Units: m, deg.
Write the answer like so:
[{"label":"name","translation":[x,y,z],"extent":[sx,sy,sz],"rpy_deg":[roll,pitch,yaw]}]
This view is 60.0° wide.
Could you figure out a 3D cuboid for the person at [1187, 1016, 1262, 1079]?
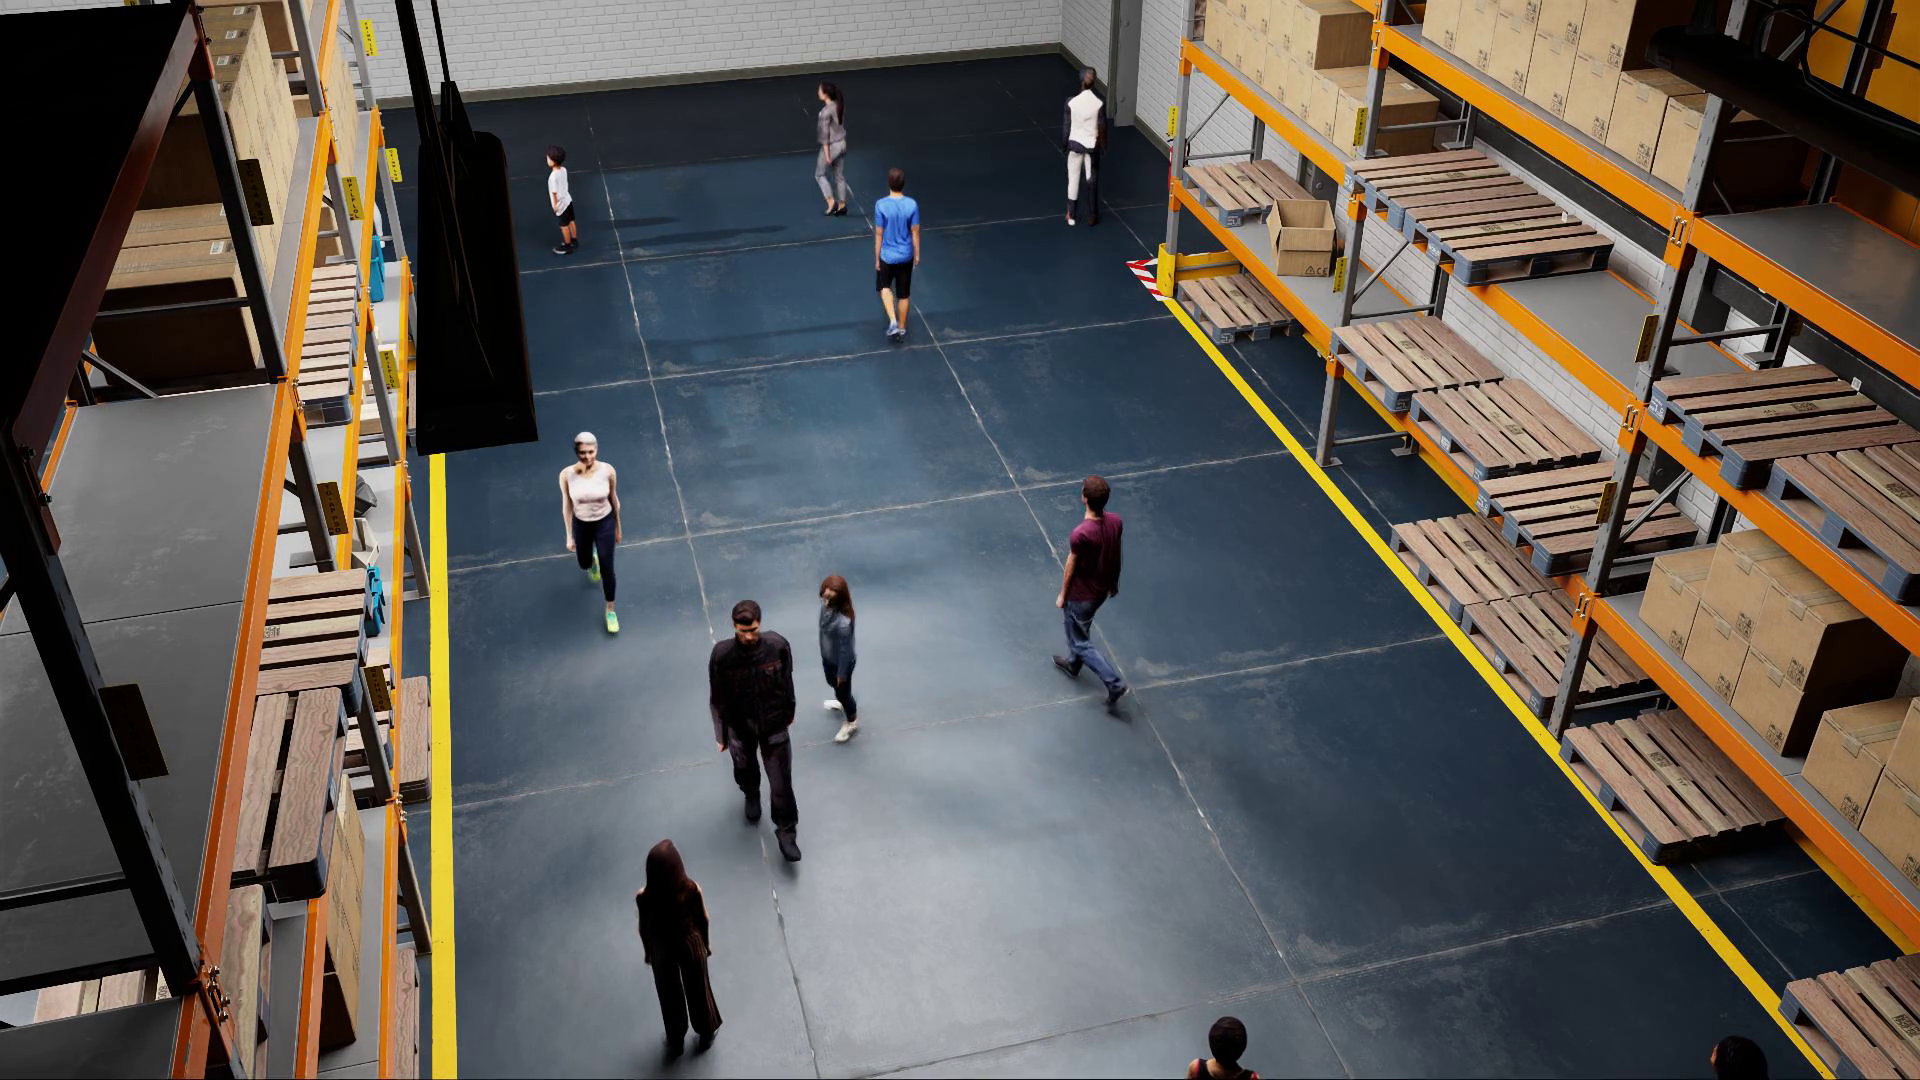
[{"label":"person","translation":[1.312,3.021,8.501],"extent":[0.619,1.549,0.650],"rpy_deg":[10,35,14]}]

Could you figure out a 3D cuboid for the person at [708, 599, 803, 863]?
[{"label":"person","translation":[-1.371,1.128,11.024],"extent":[0.716,1.909,1.118],"rpy_deg":[-9,35,-13]}]

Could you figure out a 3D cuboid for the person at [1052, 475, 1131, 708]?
[{"label":"person","translation":[0.992,0.401,12.190],"extent":[1.199,1.829,1.013],"rpy_deg":[28,43,36]}]

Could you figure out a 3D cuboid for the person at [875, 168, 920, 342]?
[{"label":"person","translation":[-0.643,-2.870,17.088],"extent":[0.644,1.854,0.707],"rpy_deg":[-6,34,-9]}]

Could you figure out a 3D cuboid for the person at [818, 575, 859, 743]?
[{"label":"person","translation":[-0.847,0.803,11.924],"extent":[0.795,1.454,0.576],"rpy_deg":[-8,35,-12]}]

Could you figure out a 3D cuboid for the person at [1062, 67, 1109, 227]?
[{"label":"person","translation":[1.470,-4.670,19.764],"extent":[0.768,1.890,0.724],"rpy_deg":[3,34,5]}]

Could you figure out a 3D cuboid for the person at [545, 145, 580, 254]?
[{"label":"person","translation":[-4.606,-3.953,19.256],"extent":[0.615,1.256,0.531],"rpy_deg":[9,35,14]}]

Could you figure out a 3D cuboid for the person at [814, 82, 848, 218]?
[{"label":"person","translation":[-1.445,-4.648,19.935],"extent":[0.773,1.663,0.711],"rpy_deg":[17,37,24]}]

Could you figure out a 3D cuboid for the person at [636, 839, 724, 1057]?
[{"label":"person","translation":[-1.622,2.329,9.531],"extent":[0.583,1.561,0.542],"rpy_deg":[-5,34,-7]}]

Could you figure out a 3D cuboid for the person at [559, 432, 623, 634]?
[{"label":"person","translation":[-2.900,-0.136,13.130],"extent":[0.648,1.683,1.032],"rpy_deg":[-7,34,-10]}]
